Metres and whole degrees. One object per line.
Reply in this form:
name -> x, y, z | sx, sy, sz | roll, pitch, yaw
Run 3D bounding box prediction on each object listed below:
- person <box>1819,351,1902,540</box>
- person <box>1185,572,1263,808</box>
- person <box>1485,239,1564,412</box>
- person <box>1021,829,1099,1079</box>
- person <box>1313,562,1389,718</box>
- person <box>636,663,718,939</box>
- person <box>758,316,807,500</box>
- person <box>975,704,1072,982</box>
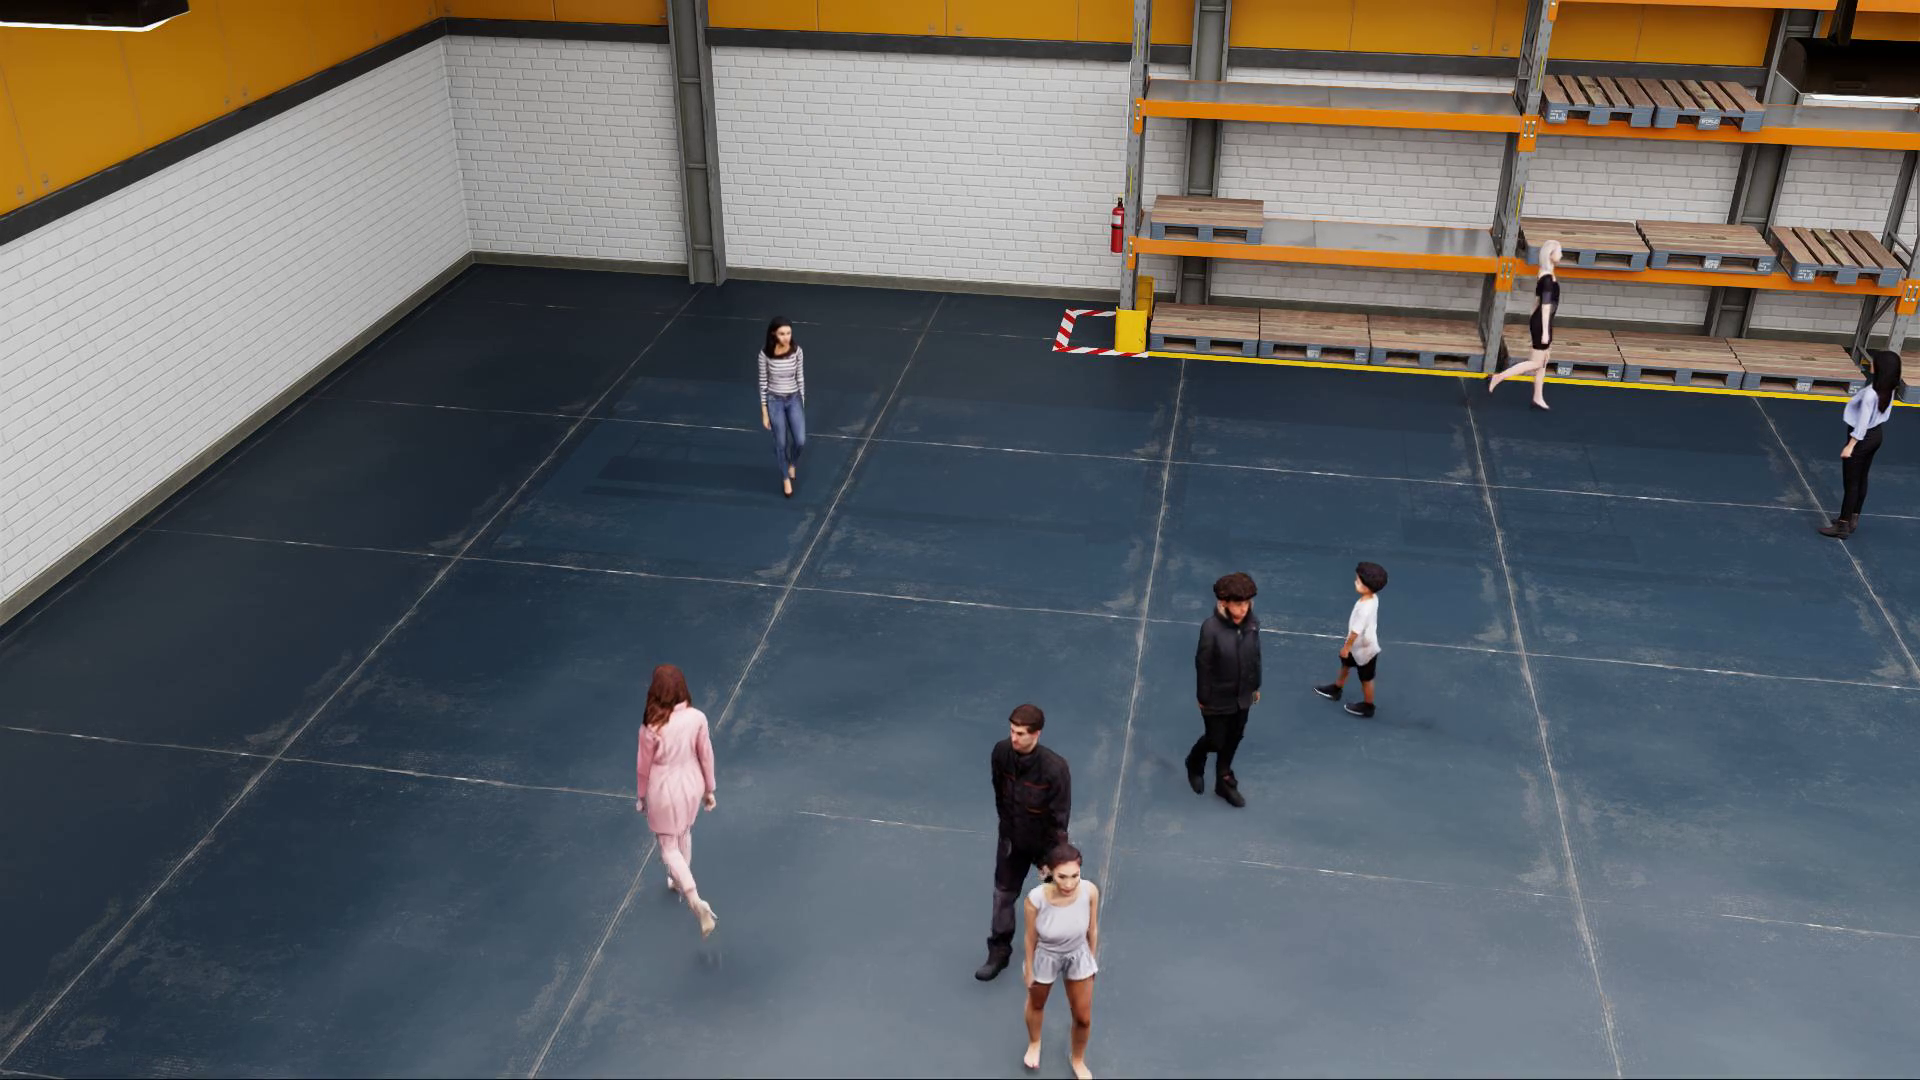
person -> 7.890, -0.836, 14.529 | 0.731, 1.743, 0.767 | -22, 36, -35
person -> 1.753, 0.970, 11.191 | 0.819, 1.768, 0.875 | -15, 32, -26
person -> 5.800, -2.147, 16.860 | 0.980, 1.812, 0.626 | 6, 29, 11
person -> 0.533, 2.239, 9.036 | 0.667, 1.605, 0.732 | -2, 29, -4
person -> 3.006, 0.751, 12.142 | 0.743, 1.242, 0.565 | 10, 30, 18
person -> -1.686, 1.602, 10.025 | 1.063, 1.776, 1.096 | -16, 32, -27
person -> -1.646, -1.206, 15.230 | 0.710, 1.720, 0.778 | -10, 30, -18
person -> 0.491, 1.710, 9.798 | 1.215, 1.803, 1.079 | 17, 33, 28
